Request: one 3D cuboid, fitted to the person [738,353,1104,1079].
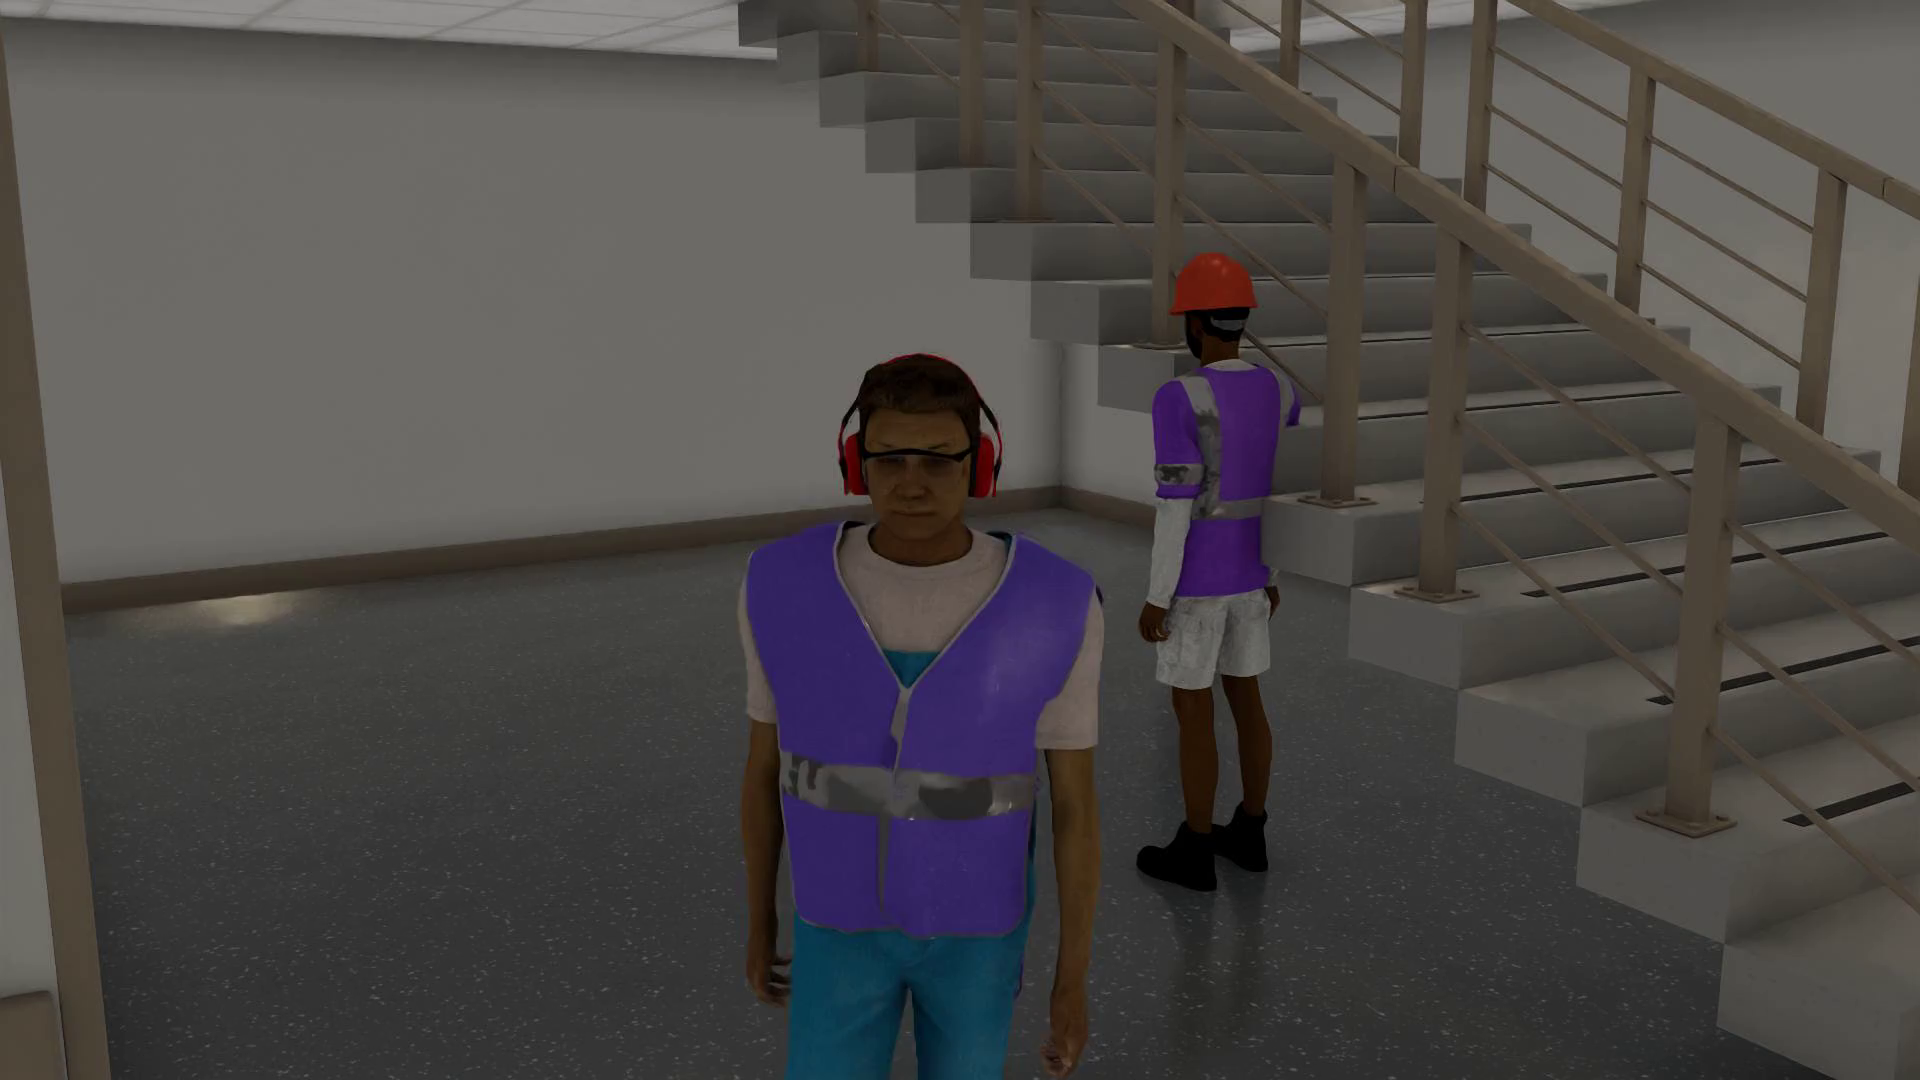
[{"bbox_3d":[-0.073,0.636,2.548,0.577,1.823,0.625,1,11,4],"label":"person"}]

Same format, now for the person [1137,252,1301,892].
[{"bbox_3d":[0.762,0.101,5.091,0.553,1.934,0.363,-8,13,-36],"label":"person"}]
